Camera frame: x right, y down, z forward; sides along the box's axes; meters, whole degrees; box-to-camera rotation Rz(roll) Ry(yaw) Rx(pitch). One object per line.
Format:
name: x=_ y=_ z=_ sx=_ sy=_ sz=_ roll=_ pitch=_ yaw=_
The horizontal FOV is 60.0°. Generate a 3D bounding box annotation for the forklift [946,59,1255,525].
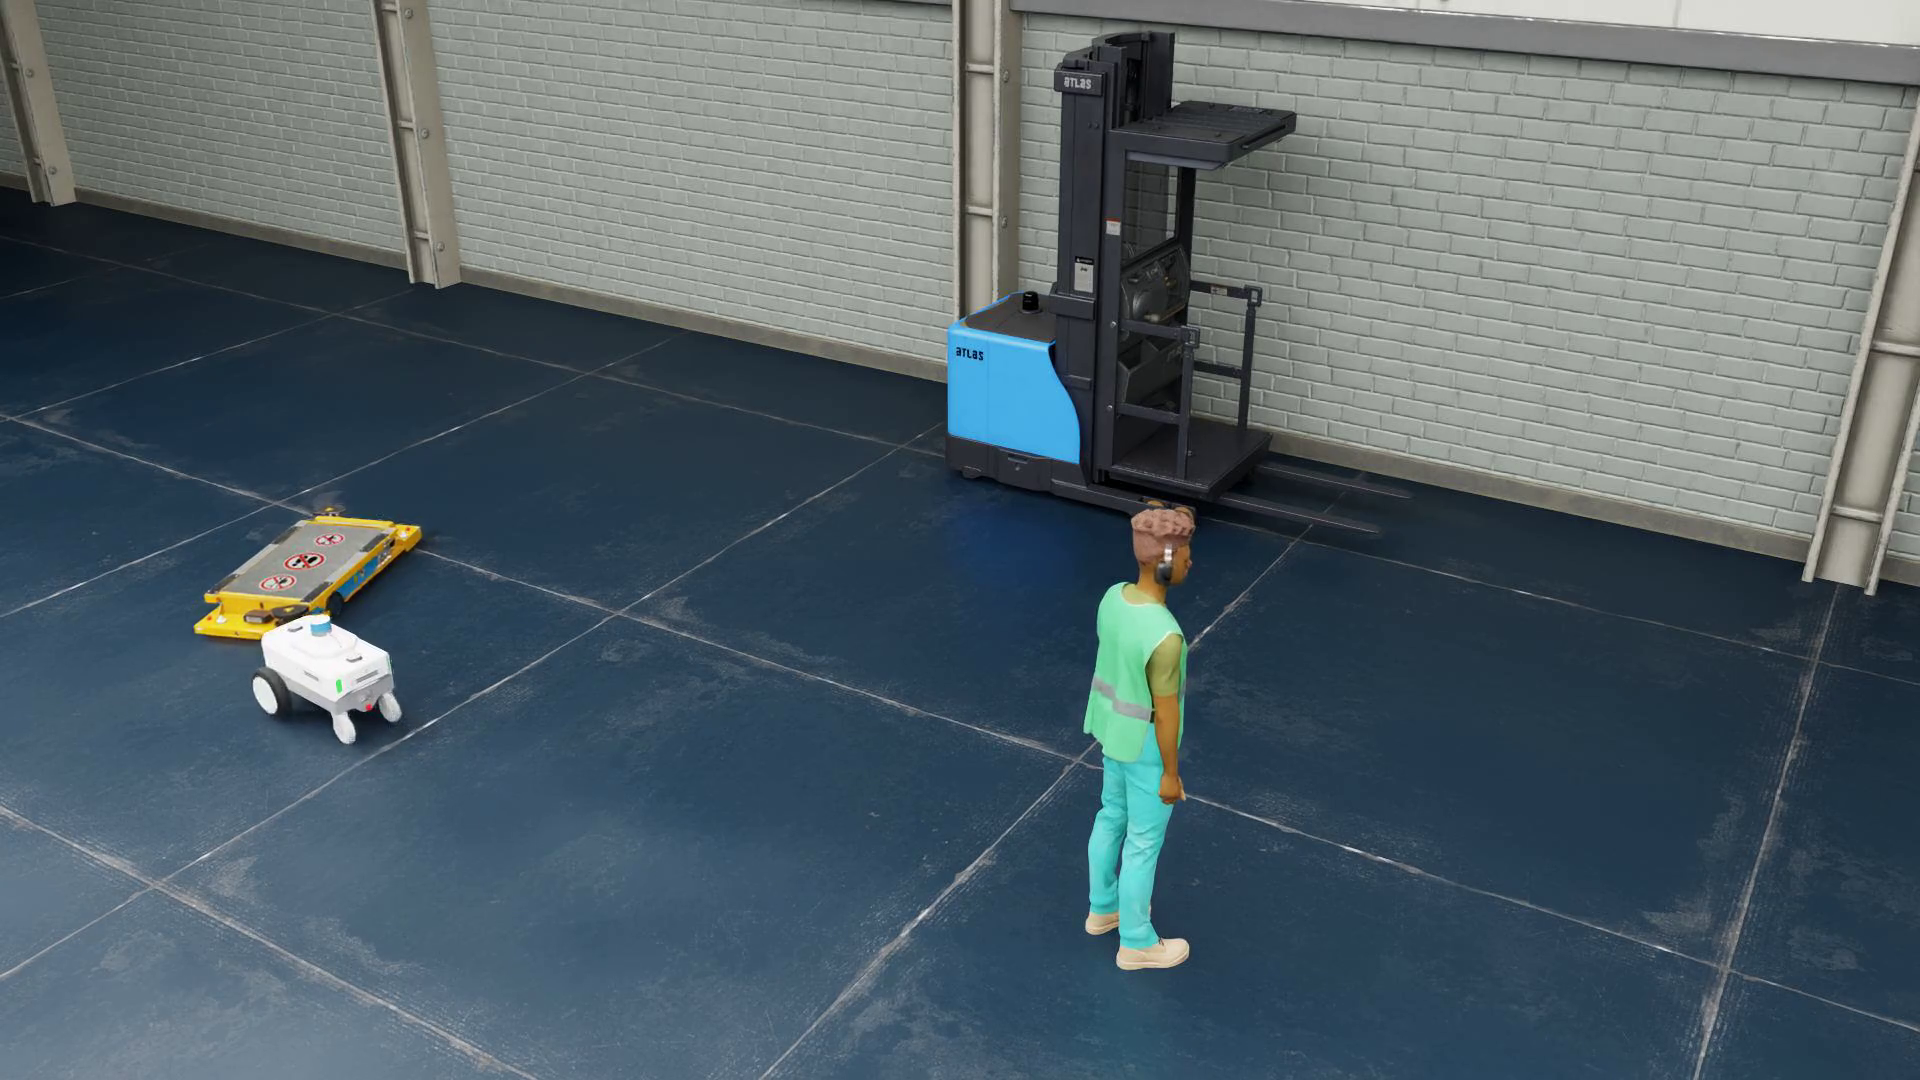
forklift: x=0.933 y=-1.707 z=10.833 sx=1.873 sy=2.768 sz=1.129 roll=15 pitch=29 yaw=28

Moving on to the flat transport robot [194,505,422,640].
flat transport robot: x=-3.833 y=0.188 z=9.860 sx=0.659 sy=0.231 sz=1.431 roll=4 pitch=26 yaw=9

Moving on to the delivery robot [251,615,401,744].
delivery robot: x=-3.244 y=0.670 z=8.525 sx=0.814 sy=0.611 sz=0.499 roll=18 pitch=31 yaw=33

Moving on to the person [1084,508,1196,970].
person: x=0.699 y=0.797 z=6.575 sx=0.383 sy=1.977 sz=0.488 roll=-11 pitch=27 yaw=-21
